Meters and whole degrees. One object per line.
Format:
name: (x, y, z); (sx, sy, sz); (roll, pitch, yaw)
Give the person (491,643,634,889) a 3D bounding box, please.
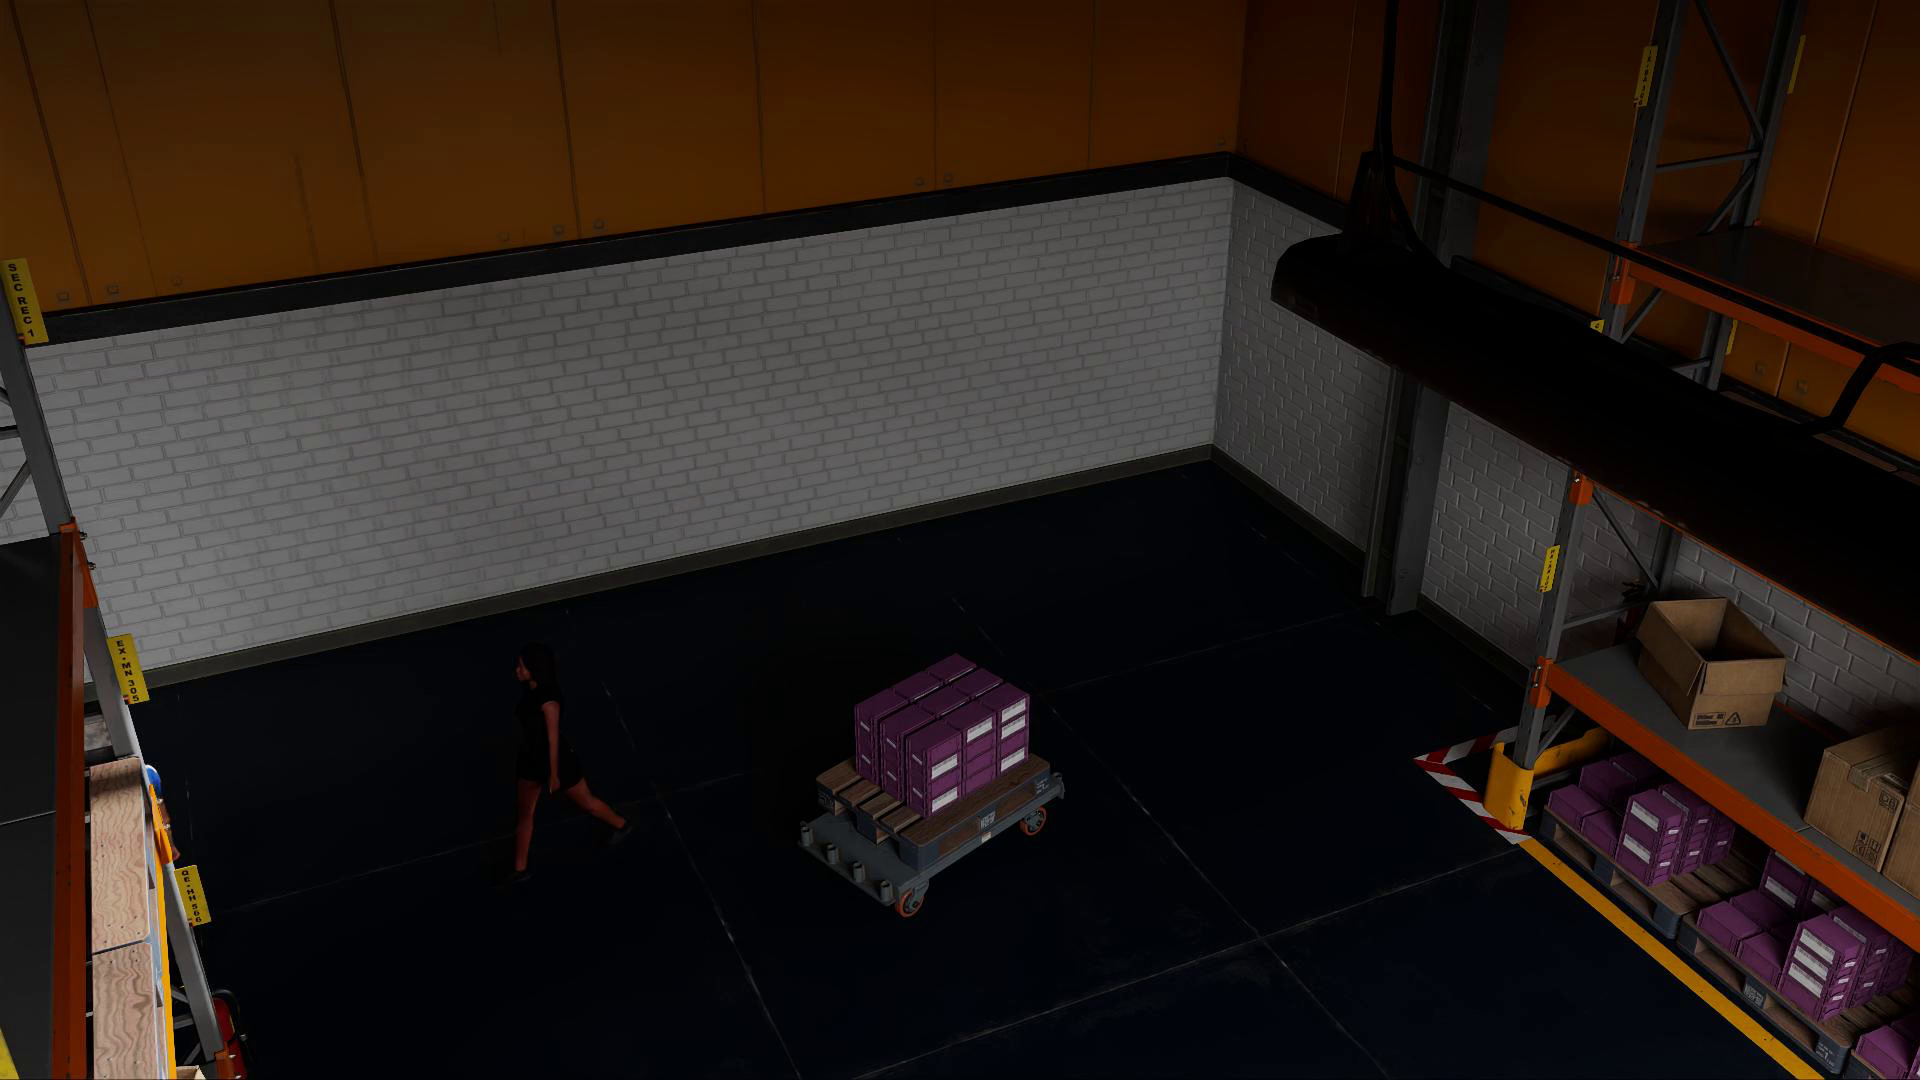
person: (-2.522, 1.403, 10.592); (0.868, 1.695, 1.202); (-21, 35, -33)
